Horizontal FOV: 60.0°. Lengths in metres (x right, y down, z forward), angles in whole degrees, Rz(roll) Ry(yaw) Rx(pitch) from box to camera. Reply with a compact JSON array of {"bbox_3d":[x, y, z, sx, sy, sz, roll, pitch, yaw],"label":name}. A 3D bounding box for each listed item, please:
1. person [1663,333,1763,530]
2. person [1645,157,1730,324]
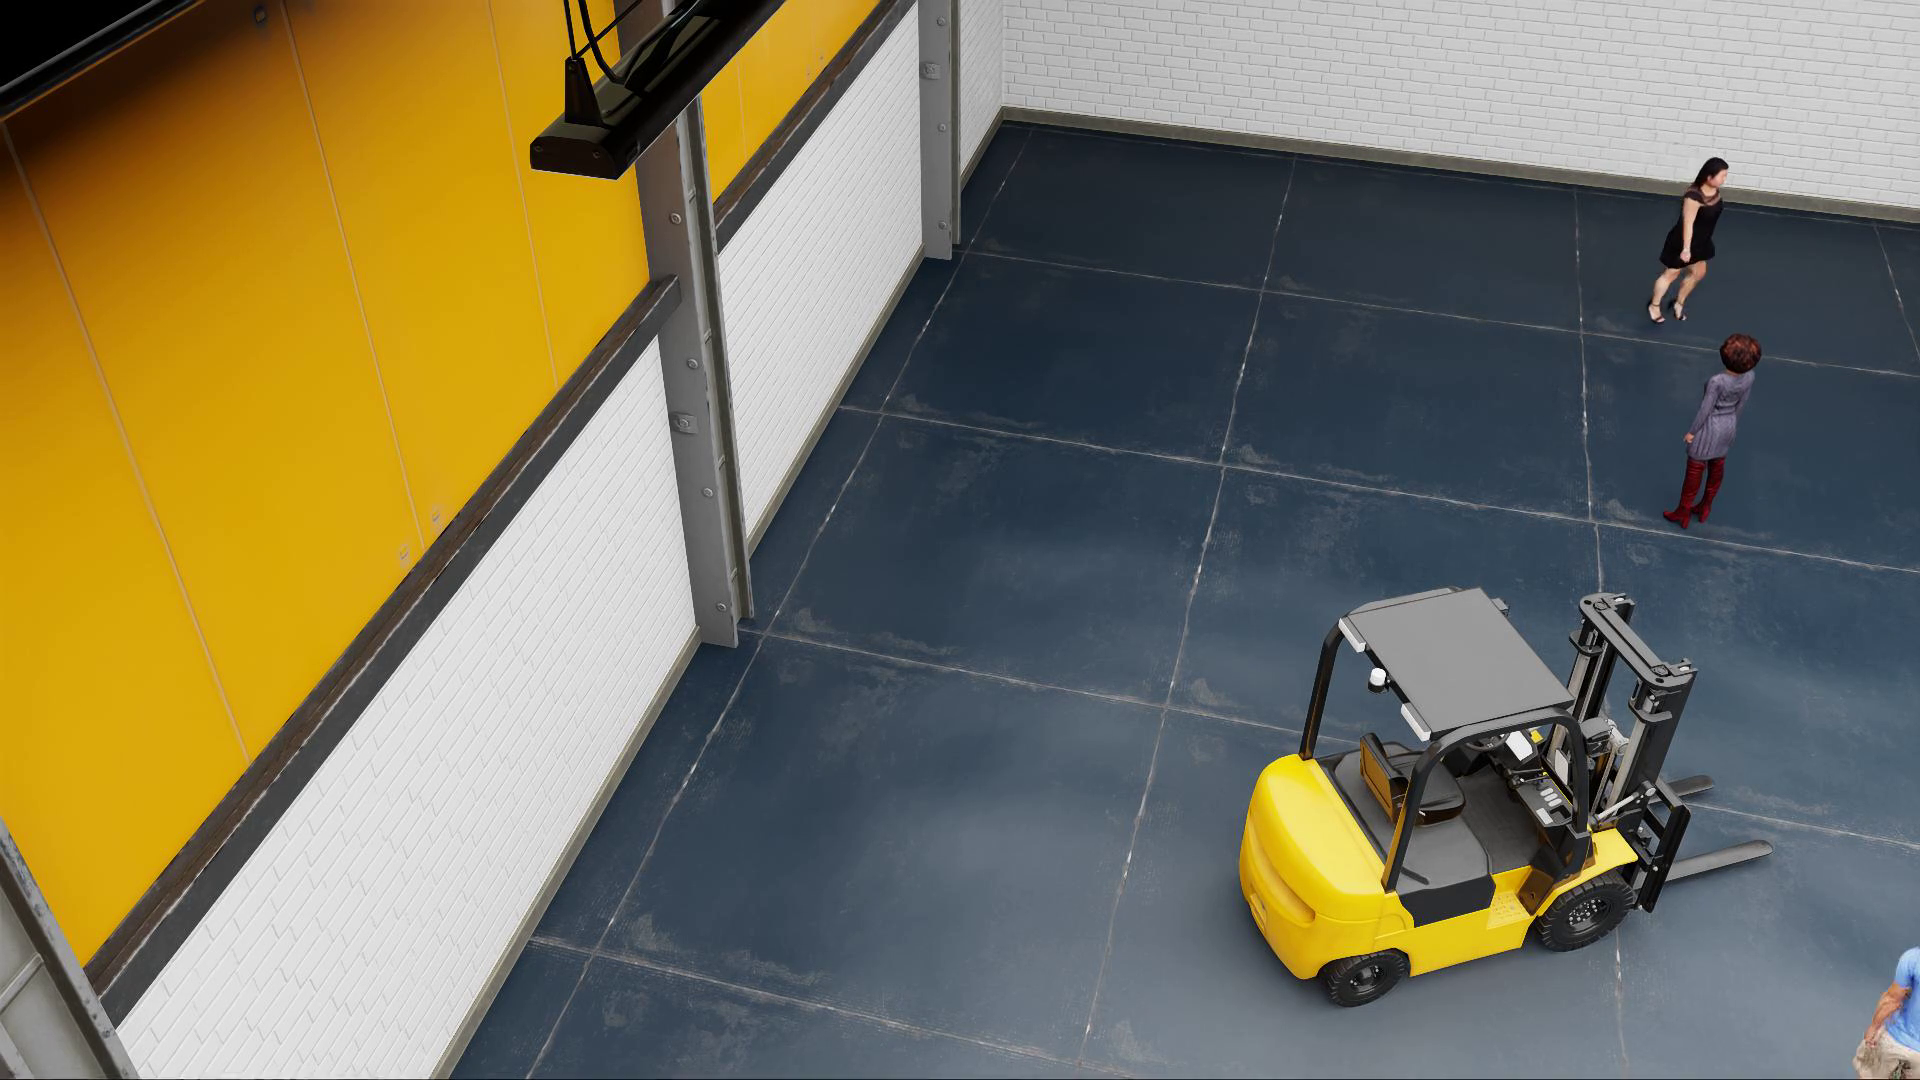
[{"bbox_3d":[5.855,-0.839,12.901,0.661,1.710,0.673,-10,40,-13],"label":"person"},{"bbox_3d":[6.619,-2.769,15.322,0.867,1.705,0.766,31,48,33],"label":"person"}]
